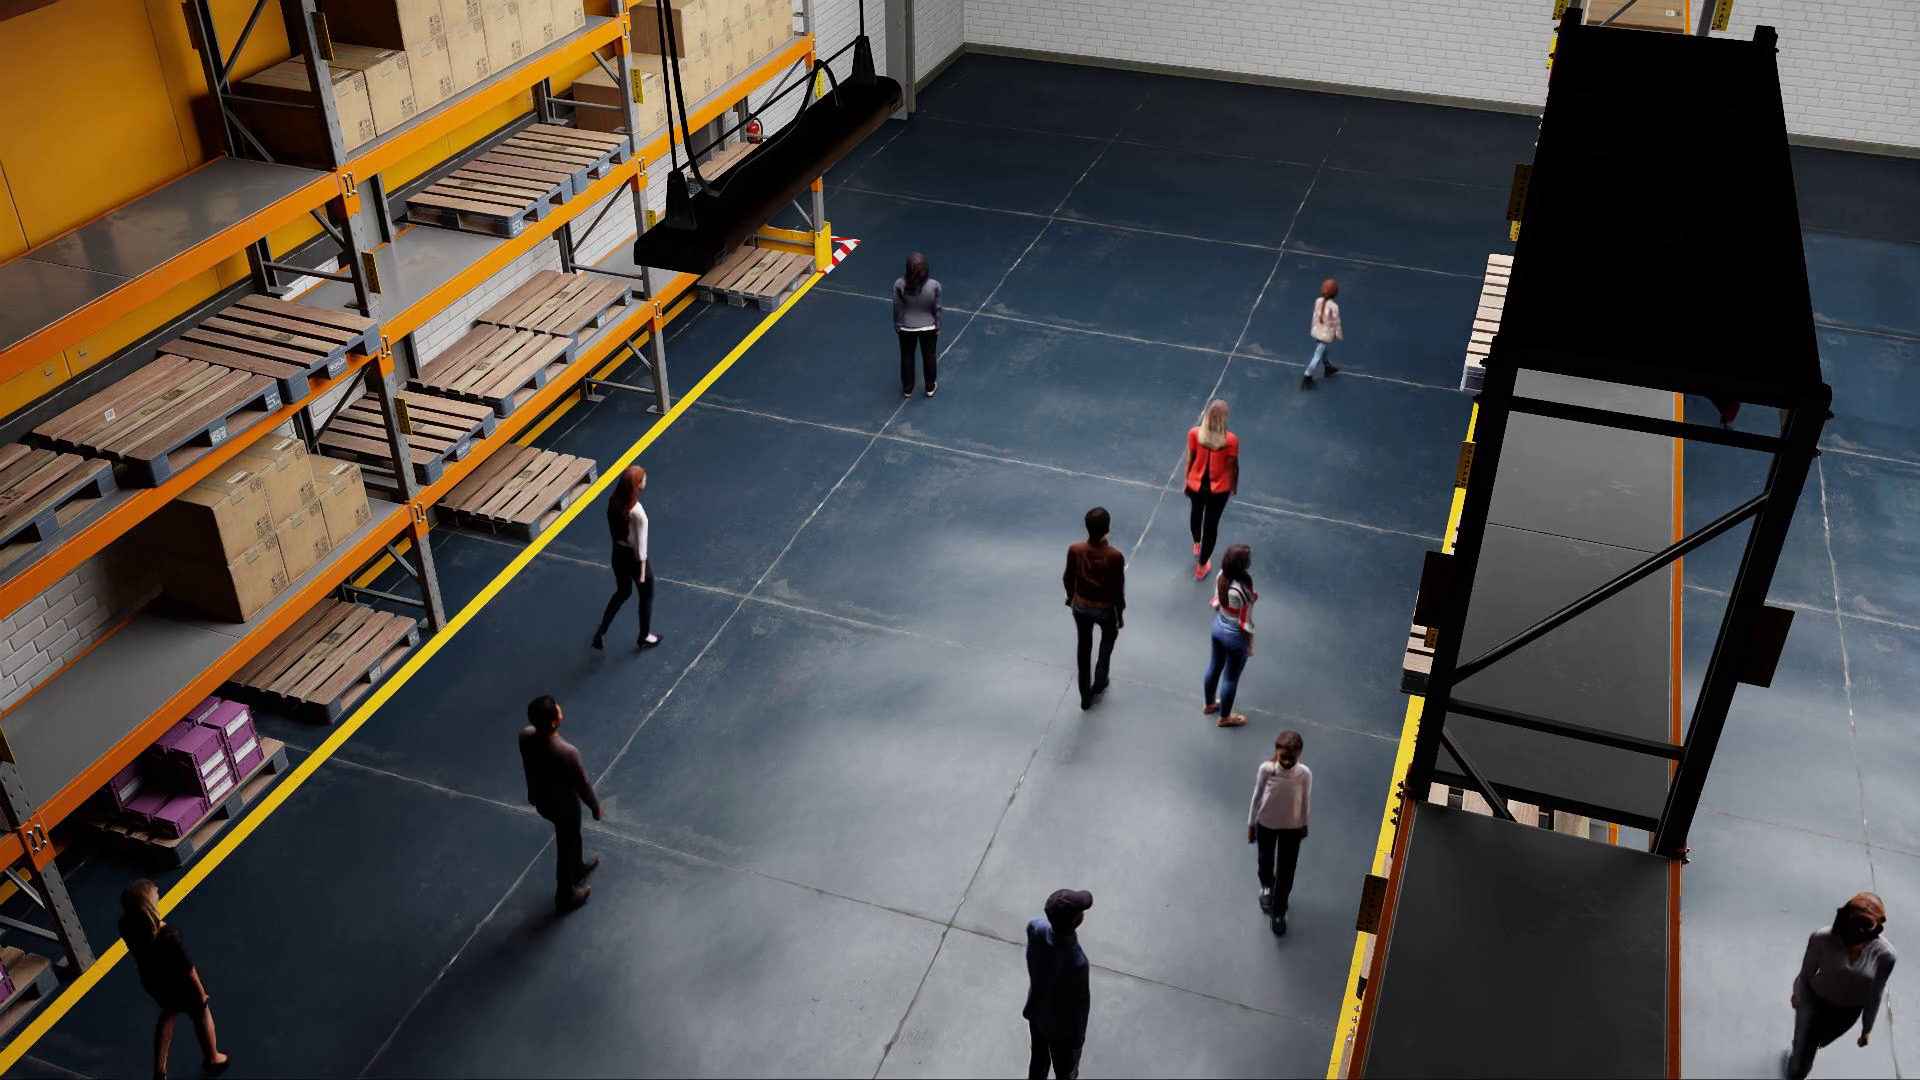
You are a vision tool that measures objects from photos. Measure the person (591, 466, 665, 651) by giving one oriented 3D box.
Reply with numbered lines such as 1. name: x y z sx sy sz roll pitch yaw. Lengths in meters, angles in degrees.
1. person: -2.708 0.214 13.395 0.825 1.731 0.980 26 42 33

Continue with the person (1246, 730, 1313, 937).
1. person: 2.145 1.833 11.130 0.583 1.541 0.757 9 35 13

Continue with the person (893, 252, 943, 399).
1. person: -0.440 -2.221 17.181 0.765 1.596 0.780 -1 34 -1

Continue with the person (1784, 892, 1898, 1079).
1. person: 5.064 2.678 9.666 0.627 1.756 1.175 13 36 19

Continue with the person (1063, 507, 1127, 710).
1. person: 1.010 0.578 12.814 0.666 1.769 0.609 11 35 16

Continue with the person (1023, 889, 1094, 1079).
1. person: 0.547 2.696 9.519 0.761 1.887 0.737 -22 40 -30

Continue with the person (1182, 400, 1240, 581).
1. person: 2.125 -0.406 14.380 0.620 1.673 0.822 13 36 18

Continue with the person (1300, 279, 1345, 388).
1. person: 3.791 -2.151 17.459 0.860 1.170 0.779 -17 37 -24

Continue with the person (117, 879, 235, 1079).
1. person: -4.681 2.669 9.763 0.613 1.663 0.804 8 35 12

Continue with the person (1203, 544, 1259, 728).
1. person: 2.072 0.712 12.753 0.707 1.612 0.661 -17 37 -23

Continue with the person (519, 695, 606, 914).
1. person: -2.718 1.789 11.003 0.813 1.756 0.784 12 35 17
